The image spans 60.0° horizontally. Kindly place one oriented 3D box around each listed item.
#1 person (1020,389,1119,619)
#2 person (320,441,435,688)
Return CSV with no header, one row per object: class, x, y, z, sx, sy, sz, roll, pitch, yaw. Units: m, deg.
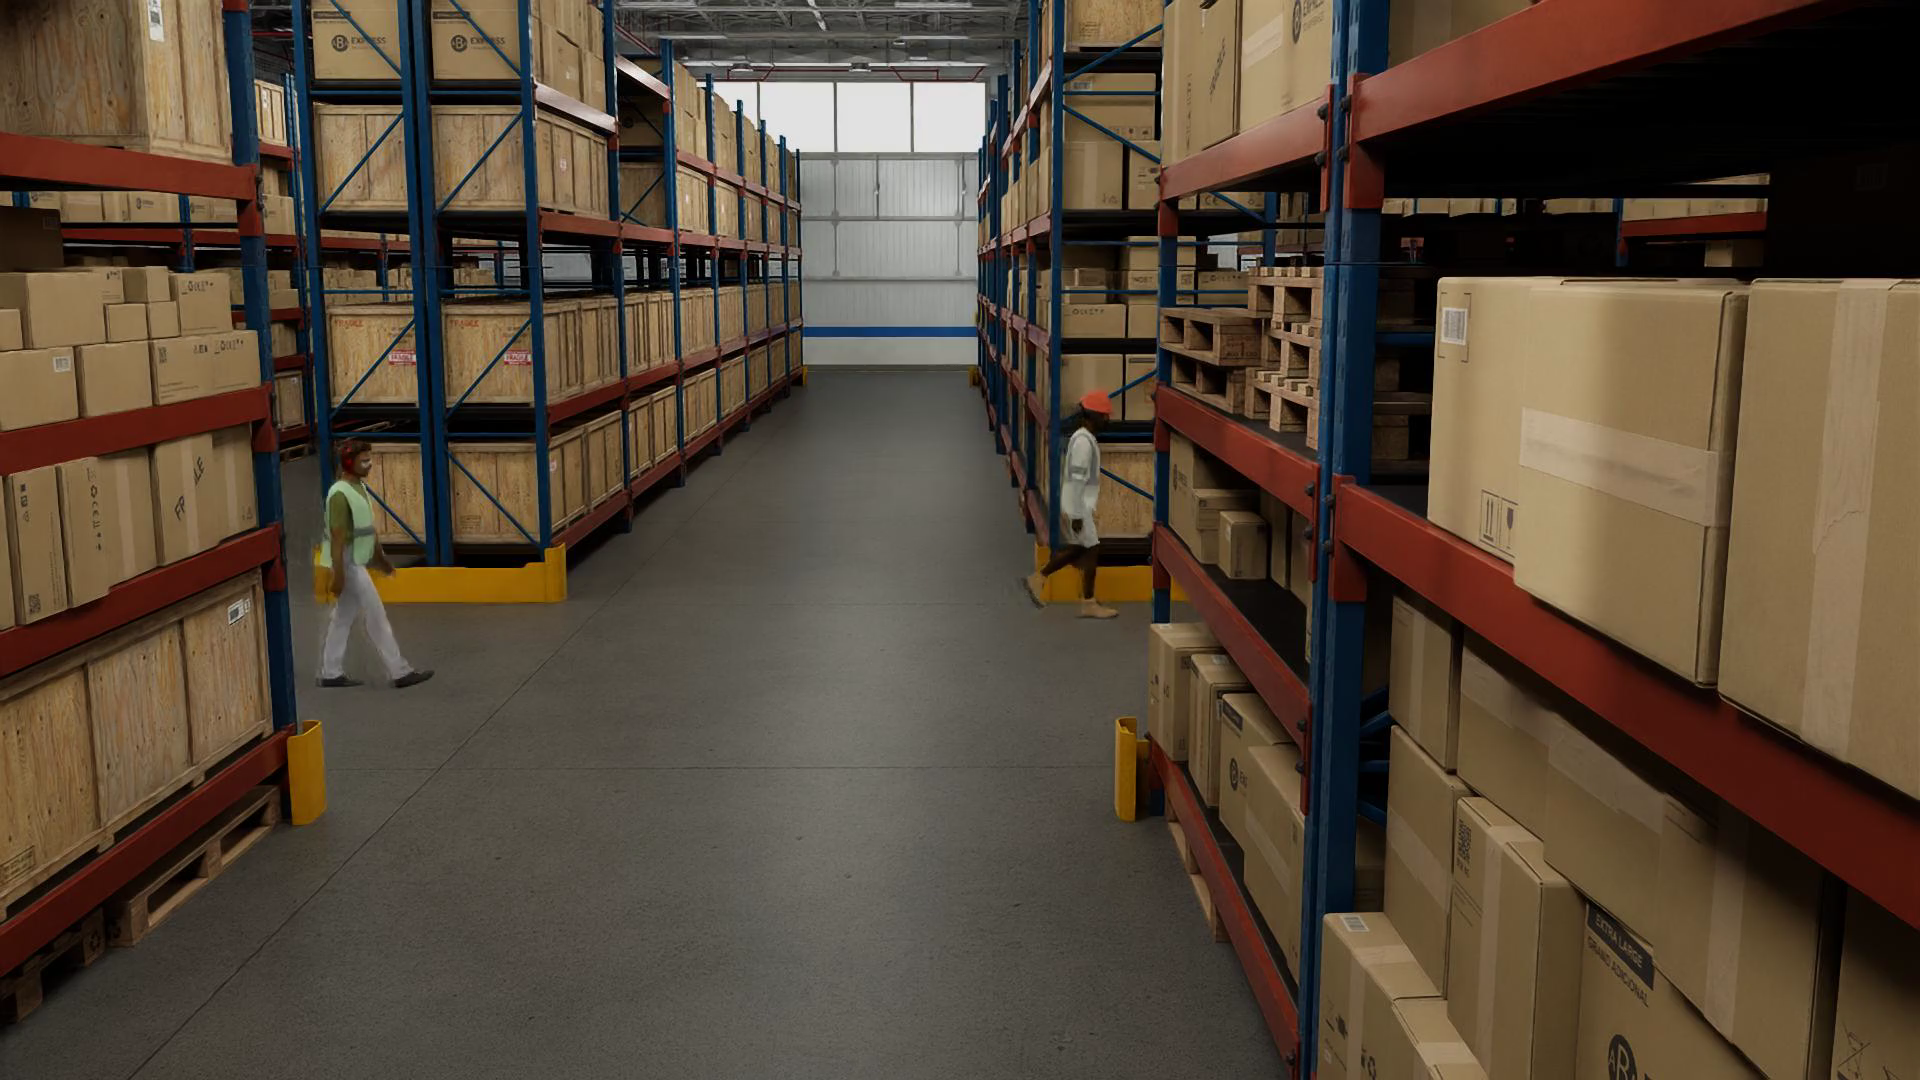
person,0.958,-0.306,14.405,0.786,2.013,0.623,1,9,7
person,-4.238,0.189,11.993,0.902,1.809,0.572,-2,9,-10
